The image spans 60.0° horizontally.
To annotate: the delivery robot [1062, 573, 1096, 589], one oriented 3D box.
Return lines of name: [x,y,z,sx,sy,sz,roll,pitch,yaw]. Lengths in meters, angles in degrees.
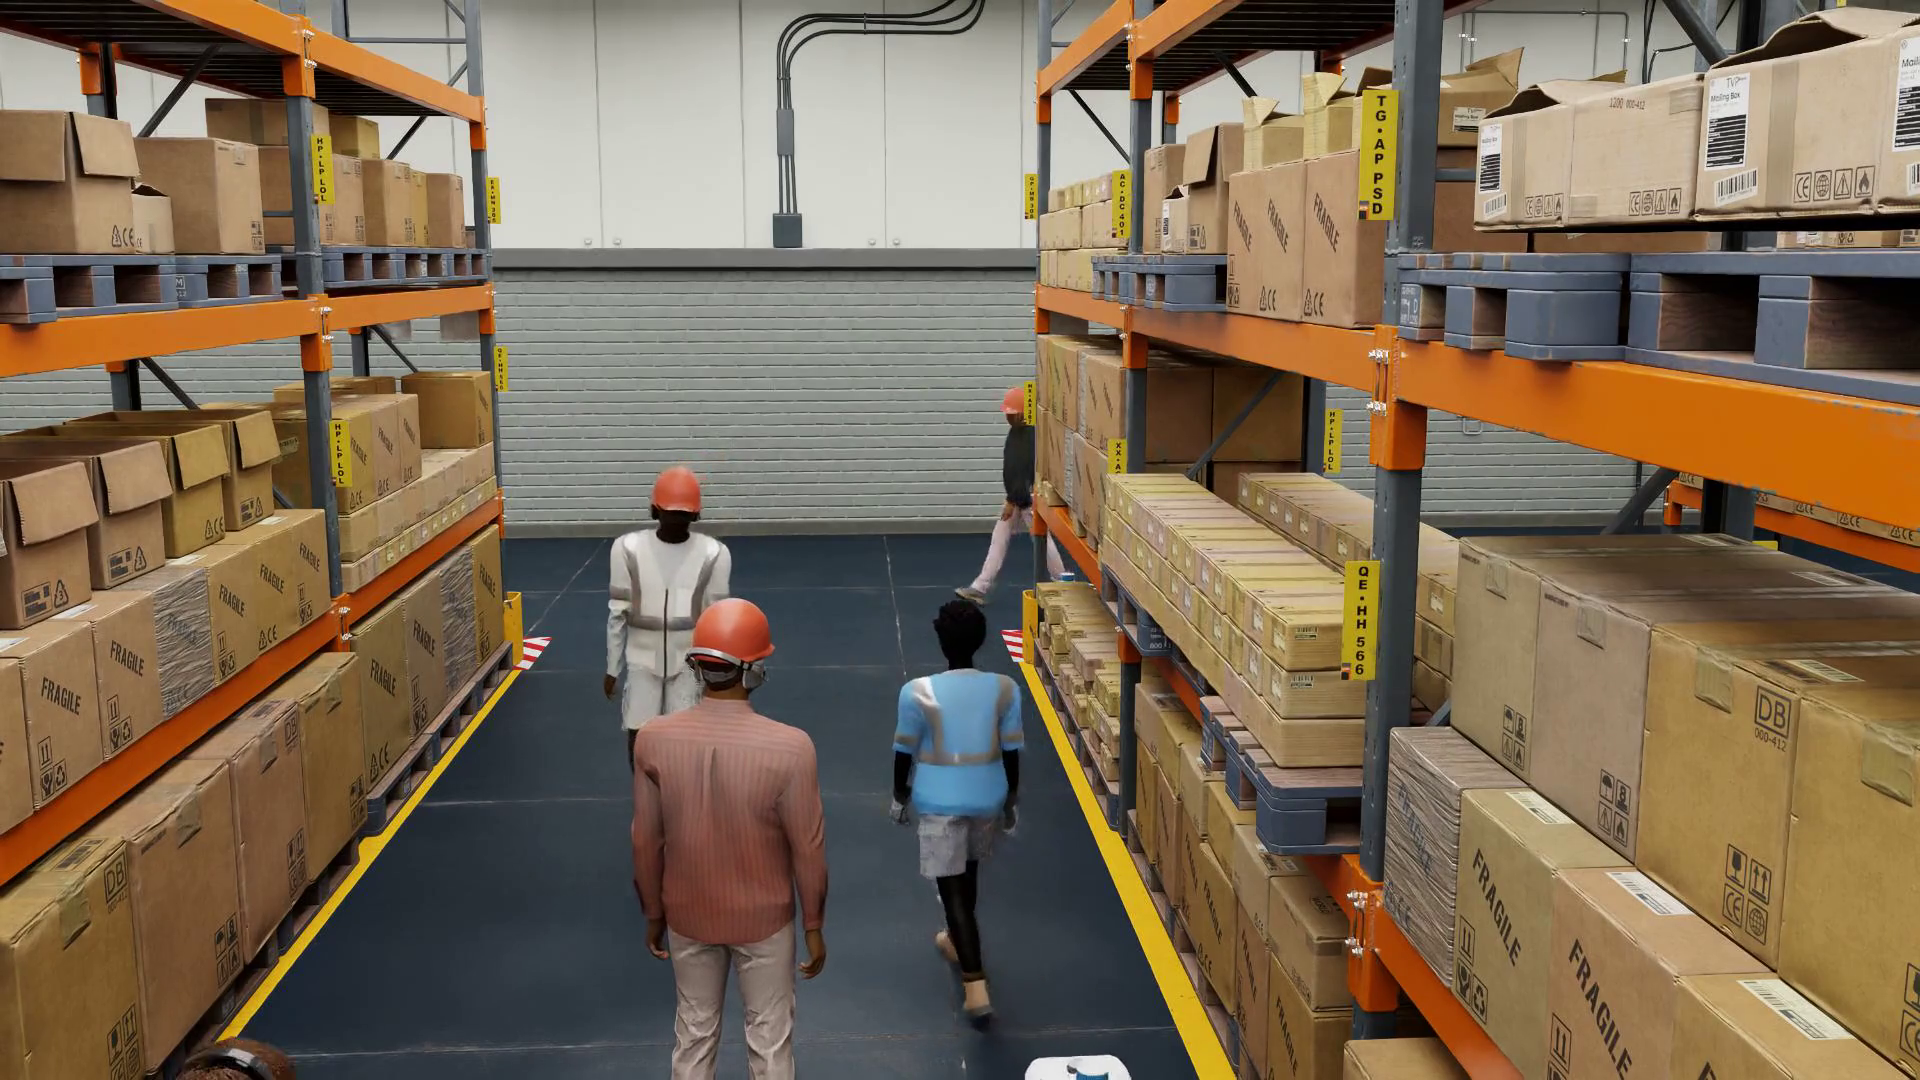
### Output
delivery robot: [0.847,0.502,13.083,0.707,0.478,0.477,-7,12,-36]

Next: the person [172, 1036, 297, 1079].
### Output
person: [-1.137,1.663,2.793,0.654,1.819,0.756,-1,10,-3]

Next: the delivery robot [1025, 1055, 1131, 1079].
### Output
delivery robot: [0.407,1.851,5.136,0.477,0.478,0.707,-1,10,-5]

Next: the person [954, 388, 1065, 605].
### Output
person: [0.508,-0.355,14.399,1.029,1.932,0.608,-4,10,-22]

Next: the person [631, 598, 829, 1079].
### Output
person: [-0.707,1.165,5.218,0.624,1.992,0.386,2,10,12]

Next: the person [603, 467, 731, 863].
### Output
person: [-1.456,0.630,8.298,0.644,2.018,0.443,-1,10,-7]

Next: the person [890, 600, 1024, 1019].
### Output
person: [0.003,1.068,6.779,0.540,1.658,0.862,-4,10,-21]
